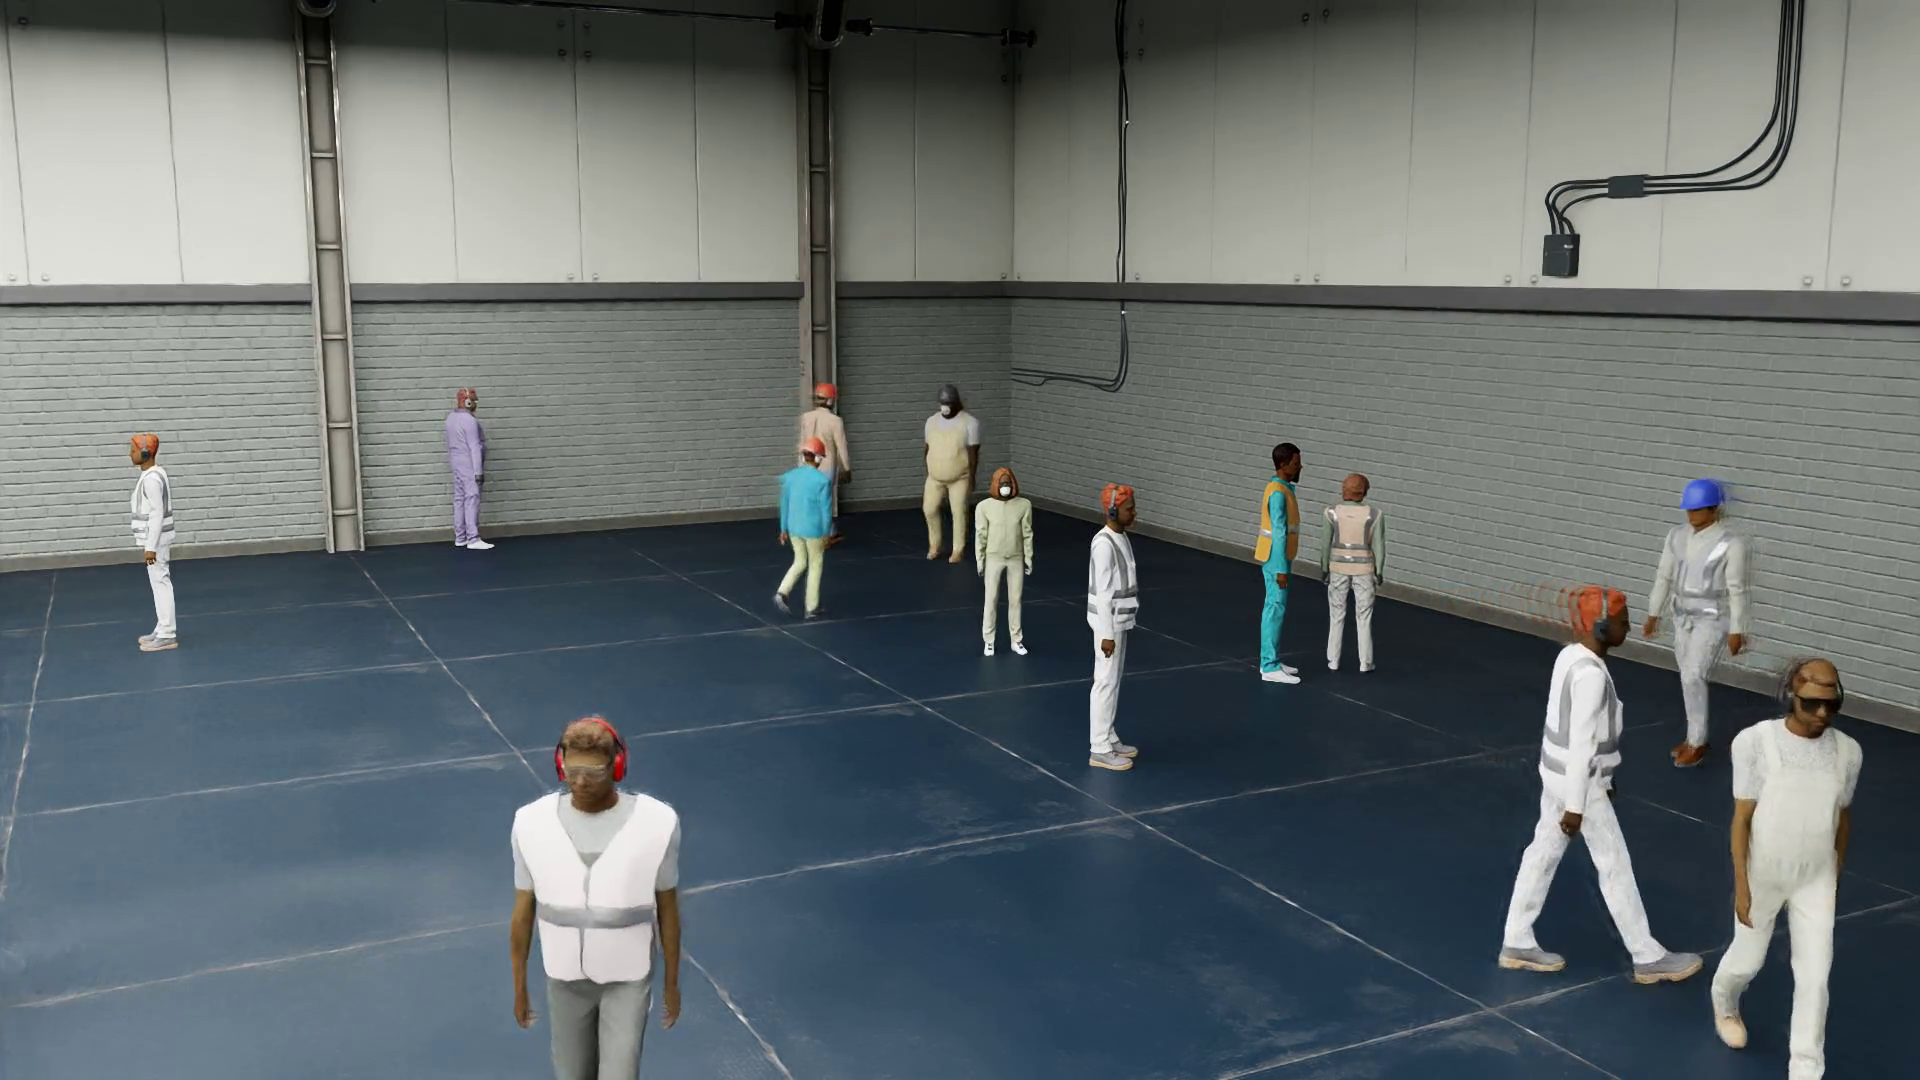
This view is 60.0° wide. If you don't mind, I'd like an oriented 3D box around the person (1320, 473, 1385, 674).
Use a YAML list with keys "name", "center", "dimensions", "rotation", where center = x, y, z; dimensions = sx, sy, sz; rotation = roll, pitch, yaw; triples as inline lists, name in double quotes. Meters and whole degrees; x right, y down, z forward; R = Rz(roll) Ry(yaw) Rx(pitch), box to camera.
- name: "person"
  center: [3.199, 0.273, 13.580]
  dimensions: [0.516, 1.640, 0.314]
  rotation: [3, 10, 20]

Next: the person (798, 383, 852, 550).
- name: "person"
  center: [-1.520, -0.874, 19.654]
  dimensions: [0.666, 1.954, 0.901]
  rotation: [7, 12, 37]

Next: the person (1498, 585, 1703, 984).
- name: "person"
  center: [2.974, 1.128, 7.655]
  dimensions: [0.939, 1.841, 0.595]
  rotation: [2, 9, 9]

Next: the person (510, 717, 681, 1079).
- name: "person"
  center: [-1.229, 1.464, 5.697]
  dimensions: [0.575, 1.821, 0.793]
  rotation: [0, 9, 0]

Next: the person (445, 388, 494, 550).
- name: "person"
  center: [-5.781, -0.840, 19.619]
  dimensions: [0.404, 1.906, 0.652]
  rotation: [-8, 12, -42]

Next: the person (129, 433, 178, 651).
- name: "person"
  center: [-7.003, 0.014, 14.429]
  dimensions: [0.355, 1.883, 0.575]
  rotation: [-4, 10, -26]

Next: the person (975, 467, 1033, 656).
- name: "person"
  center: [0.376, 0.185, 14.171]
  dimensions: [0.499, 1.627, 0.279]
  rotation: [-2, 9, -11]

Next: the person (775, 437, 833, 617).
- name: "person"
  center: [-1.465, -0.109, 15.707]
  dimensions: [0.570, 1.721, 0.581]
  rotation: [6, 11, 33]

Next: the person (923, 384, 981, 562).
- name: "person"
  center: [-0.116, -0.756, 18.683]
  dimensions: [0.687, 2.000, 0.536]
  rotation: [3, 10, 20]

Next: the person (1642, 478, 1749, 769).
- name: "person"
  center: [4.847, 0.546, 11.035]
  dimensions: [0.632, 1.925, 0.638]
  rotation: [-3, 10, -20]

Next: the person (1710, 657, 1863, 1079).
- name: "person"
  center: [3.273, 1.318, 6.622]
  dimensions: [0.496, 1.814, 0.828]
  rotation: [1, 9, 8]

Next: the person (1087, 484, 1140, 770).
- name: "person"
  center: [1.021, 0.564, 11.034]
  dimensions: [0.340, 1.882, 0.586]
  rotation: [2, 10, 15]

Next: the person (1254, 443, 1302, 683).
- name: "person"
  center: [2.558, 0.175, 13.337]
  dimensions: [0.392, 1.917, 0.591]
  rotation: [2, 9, 10]
